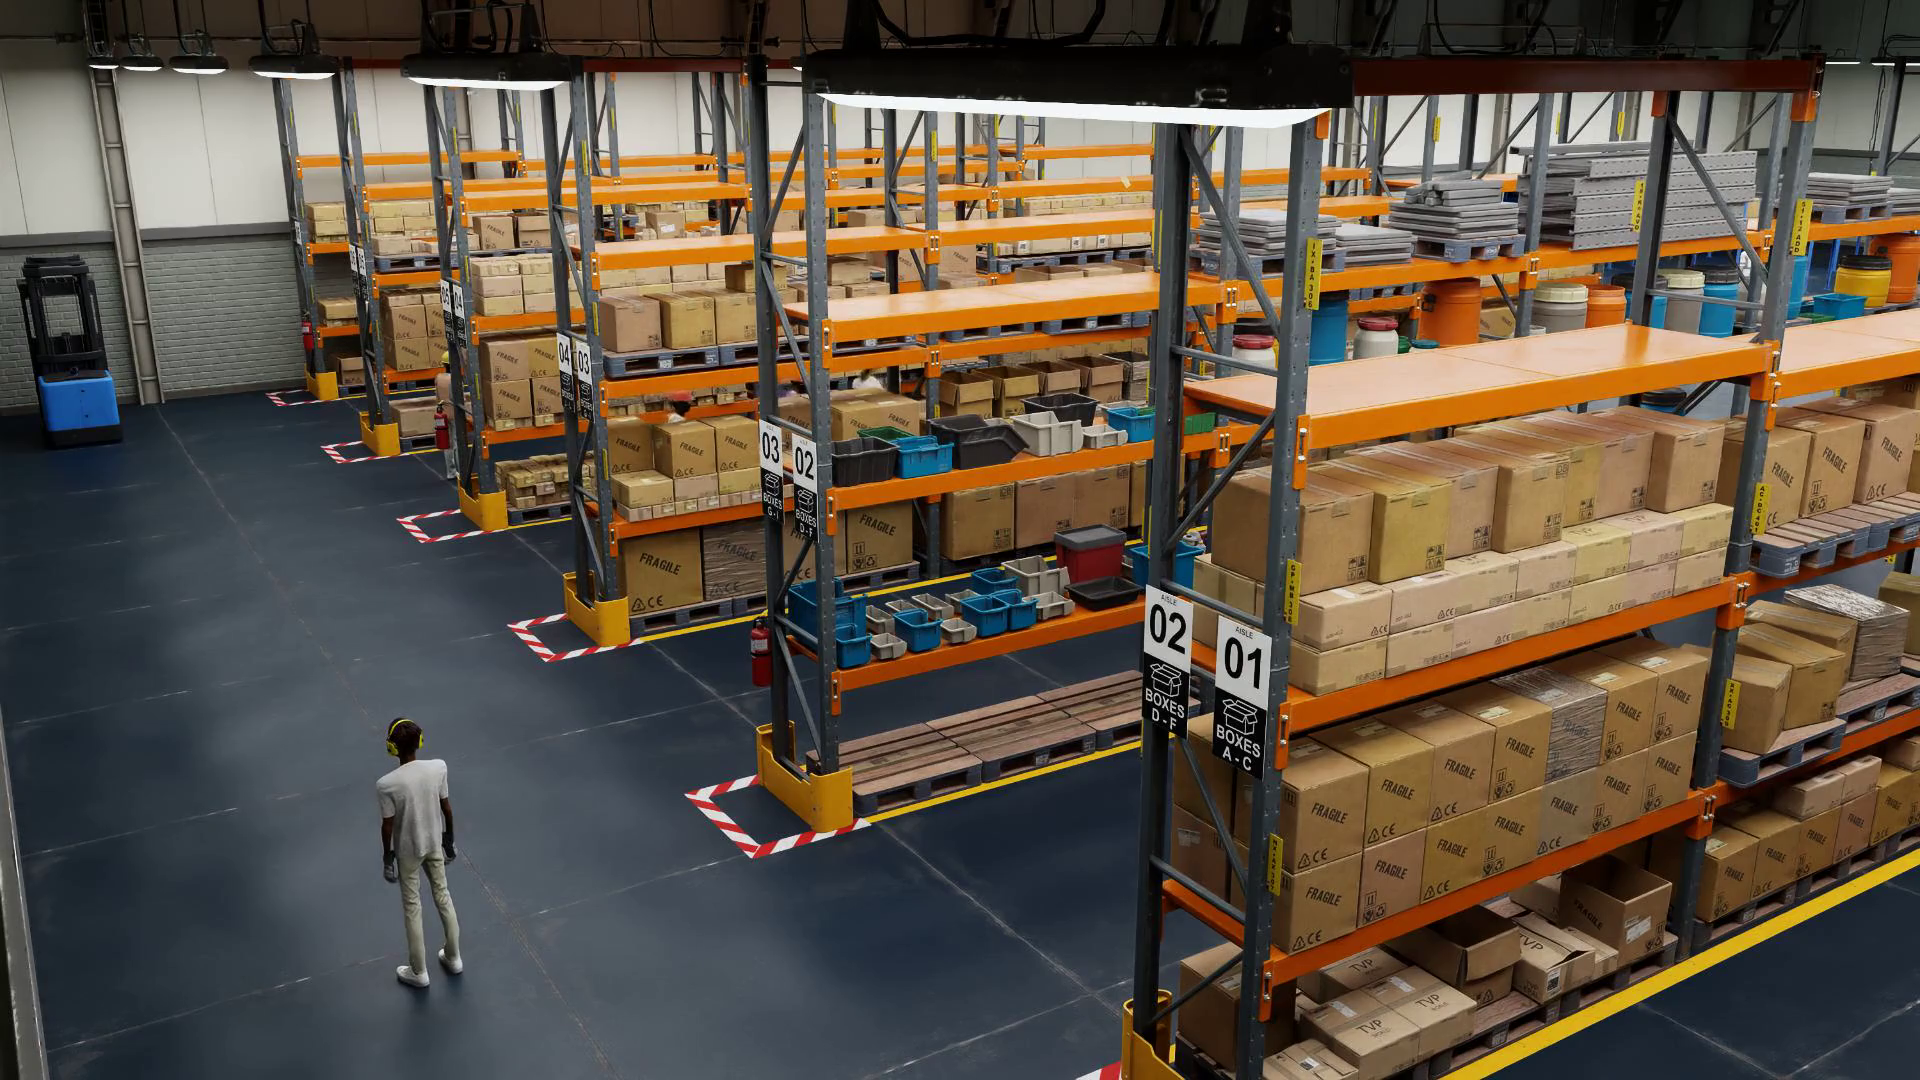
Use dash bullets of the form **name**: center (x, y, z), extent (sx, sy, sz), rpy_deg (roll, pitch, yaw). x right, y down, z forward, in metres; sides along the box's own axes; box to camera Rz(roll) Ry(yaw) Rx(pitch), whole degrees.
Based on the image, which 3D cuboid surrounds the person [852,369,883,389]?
- **person**: center (-1.344, -1.702, 22.802), extent (1.033, 1.891, 0.654), rpy_deg (-11, 20, -33)

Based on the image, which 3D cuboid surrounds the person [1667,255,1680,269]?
- **person**: center (19.668, -7.922, 43.292), extent (0.532, 1.827, 0.599), rpy_deg (0, 17, 0)

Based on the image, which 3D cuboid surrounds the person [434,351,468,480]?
- **person**: center (-7.393, -1.814, 23.097), extent (0.594, 1.926, 0.366), rpy_deg (11, 20, 32)

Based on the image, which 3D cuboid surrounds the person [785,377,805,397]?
- **person**: center (-2.360, -1.465, 21.998), extent (0.843, 1.905, 0.535), rpy_deg (-4, 17, -13)

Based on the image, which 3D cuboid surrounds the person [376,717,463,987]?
- **person**: center (-3.601, 2.061, 10.508), extent (0.317, 1.860, 0.509), rpy_deg (16, 23, 42)

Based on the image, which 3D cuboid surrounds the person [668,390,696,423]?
- **person**: center (-3.666, -0.977, 20.182), extent (0.794, 2.026, 0.602), rpy_deg (-2, 17, -6)

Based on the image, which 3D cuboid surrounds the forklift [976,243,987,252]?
- **forklift**: center (0.988, -5.474, 34.718), extent (1.214, 2.155, 2.313), rpy_deg (-10, 20, -31)

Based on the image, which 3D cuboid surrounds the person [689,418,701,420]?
- **person**: center (-4.440, -2.802, 26.387), extent (0.485, 1.892, 0.669), rpy_deg (-10, 20, -30)

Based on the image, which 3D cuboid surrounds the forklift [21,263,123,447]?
- **forklift**: center (-14.518, -3.079, 25.708), extent (1.129, 2.768, 1.873), rpy_deg (-10, 20, -31)

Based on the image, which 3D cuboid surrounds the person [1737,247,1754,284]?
- **person**: center (18.897, -6.294, 37.792), extent (0.547, 1.924, 0.391), rpy_deg (3, 17, 10)
